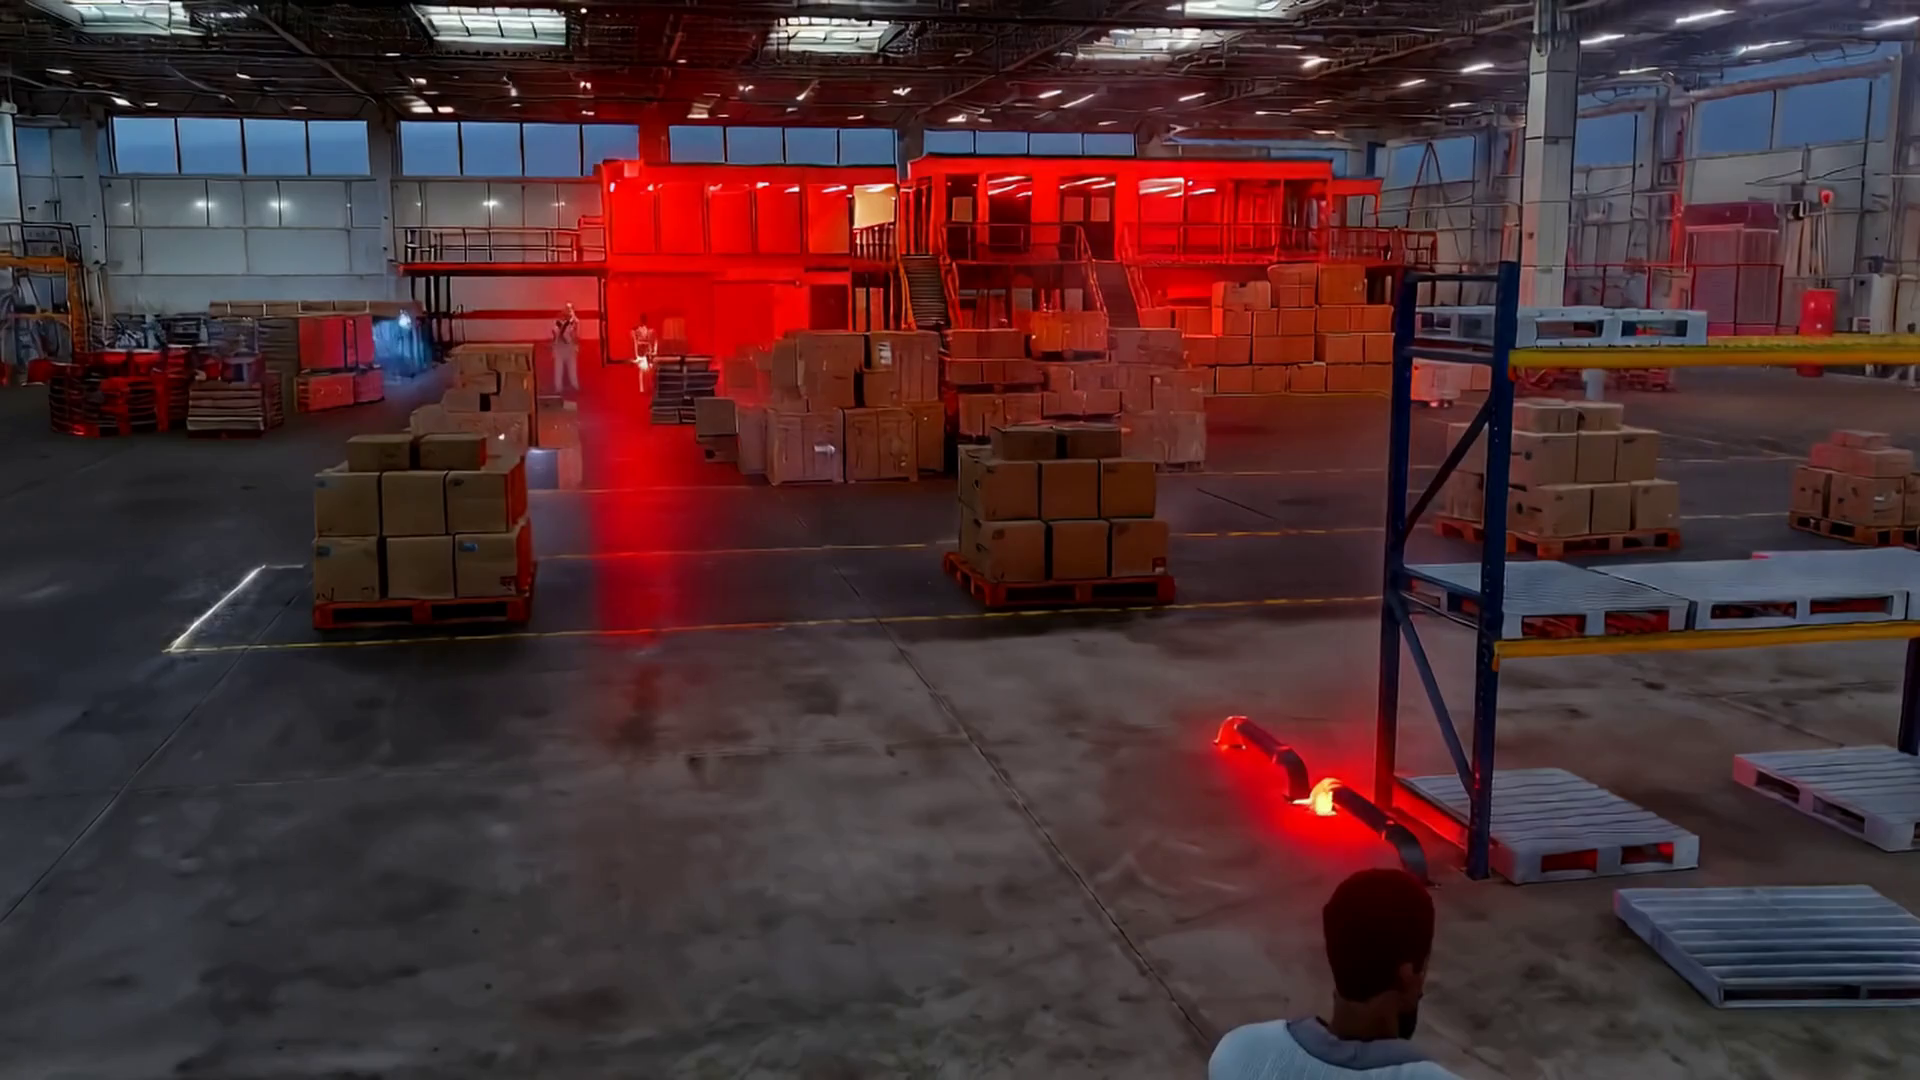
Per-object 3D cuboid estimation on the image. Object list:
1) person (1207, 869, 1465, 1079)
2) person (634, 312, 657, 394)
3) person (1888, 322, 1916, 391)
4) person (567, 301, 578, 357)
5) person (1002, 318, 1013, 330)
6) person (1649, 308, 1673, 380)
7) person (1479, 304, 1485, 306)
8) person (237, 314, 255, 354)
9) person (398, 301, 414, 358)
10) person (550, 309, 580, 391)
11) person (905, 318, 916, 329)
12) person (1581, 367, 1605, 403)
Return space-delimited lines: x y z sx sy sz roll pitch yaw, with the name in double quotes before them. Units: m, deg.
"person" 0.734 1.552 3.111 0.587 1.913 0.391 7 12 36
"person" -7.449 -4.424 39.454 0.545 1.938 0.362 -3 10 -19
"person" 23.159 -4.508 40.750 0.541 1.674 0.707 -3 10 -15
"person" -13.112 -7.093 55.903 0.613 1.883 0.953 -3 10 -18
"person" 1.016 -3.362 32.773 0.640 2.001 0.500 -1 9 -3
"person" 18.628 -5.206 44.249 0.585 1.929 0.371 2 9 10
"person" 14.306 -5.470 45.656 0.389 1.992 0.625 0 9 -3
"person" -19.232 -5.220 44.918 0.537 1.741 0.746 1 9 7
"person" -18.391 -6.967 55.125 0.575 1.882 0.355 8 12 41
"person" -9.639 -4.656 40.554 0.693 2.000 1.022 1 9 7
"person" -1.094 -3.761 35.423 0.376 1.937 0.629 -8 12 -39
"person" 9.783 -2.119 25.772 0.533 1.831 0.990 -5 10 -27
